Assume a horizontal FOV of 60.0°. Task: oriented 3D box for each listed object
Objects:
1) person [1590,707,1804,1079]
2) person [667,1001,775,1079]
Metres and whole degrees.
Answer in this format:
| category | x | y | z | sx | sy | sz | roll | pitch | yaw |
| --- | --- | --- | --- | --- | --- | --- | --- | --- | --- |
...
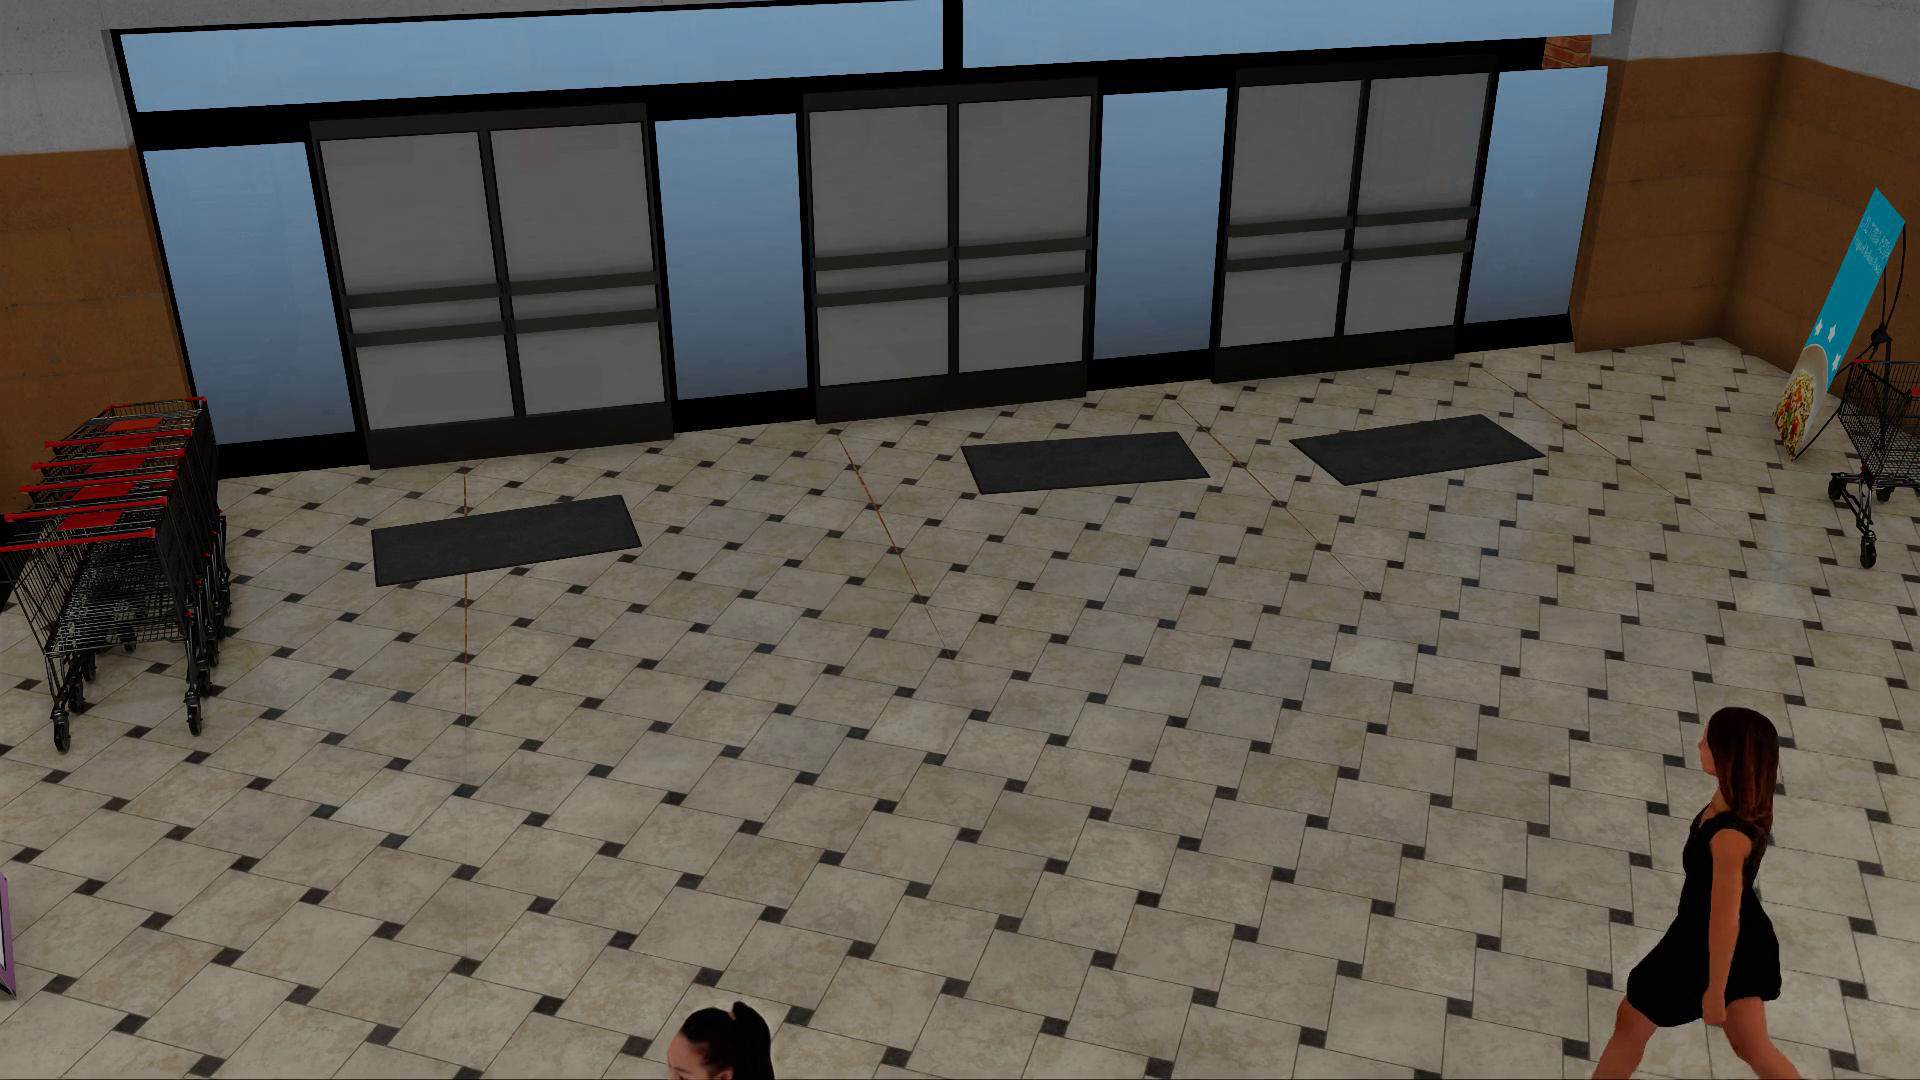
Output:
| category | x | y | z | sx | sy | sz | roll | pitch | yaw |
| --- | --- | --- | --- | --- | --- | --- | --- | --- | --- |
| person | 2.538 | 1.404 | 5.360 | 1.216 | 1.789 | 1.141 | 13 | 30 | 25 |
| person | -0.594 | 1.916 | 4.422 | 0.675 | 1.725 | 0.774 | 23 | 35 | 38 |
